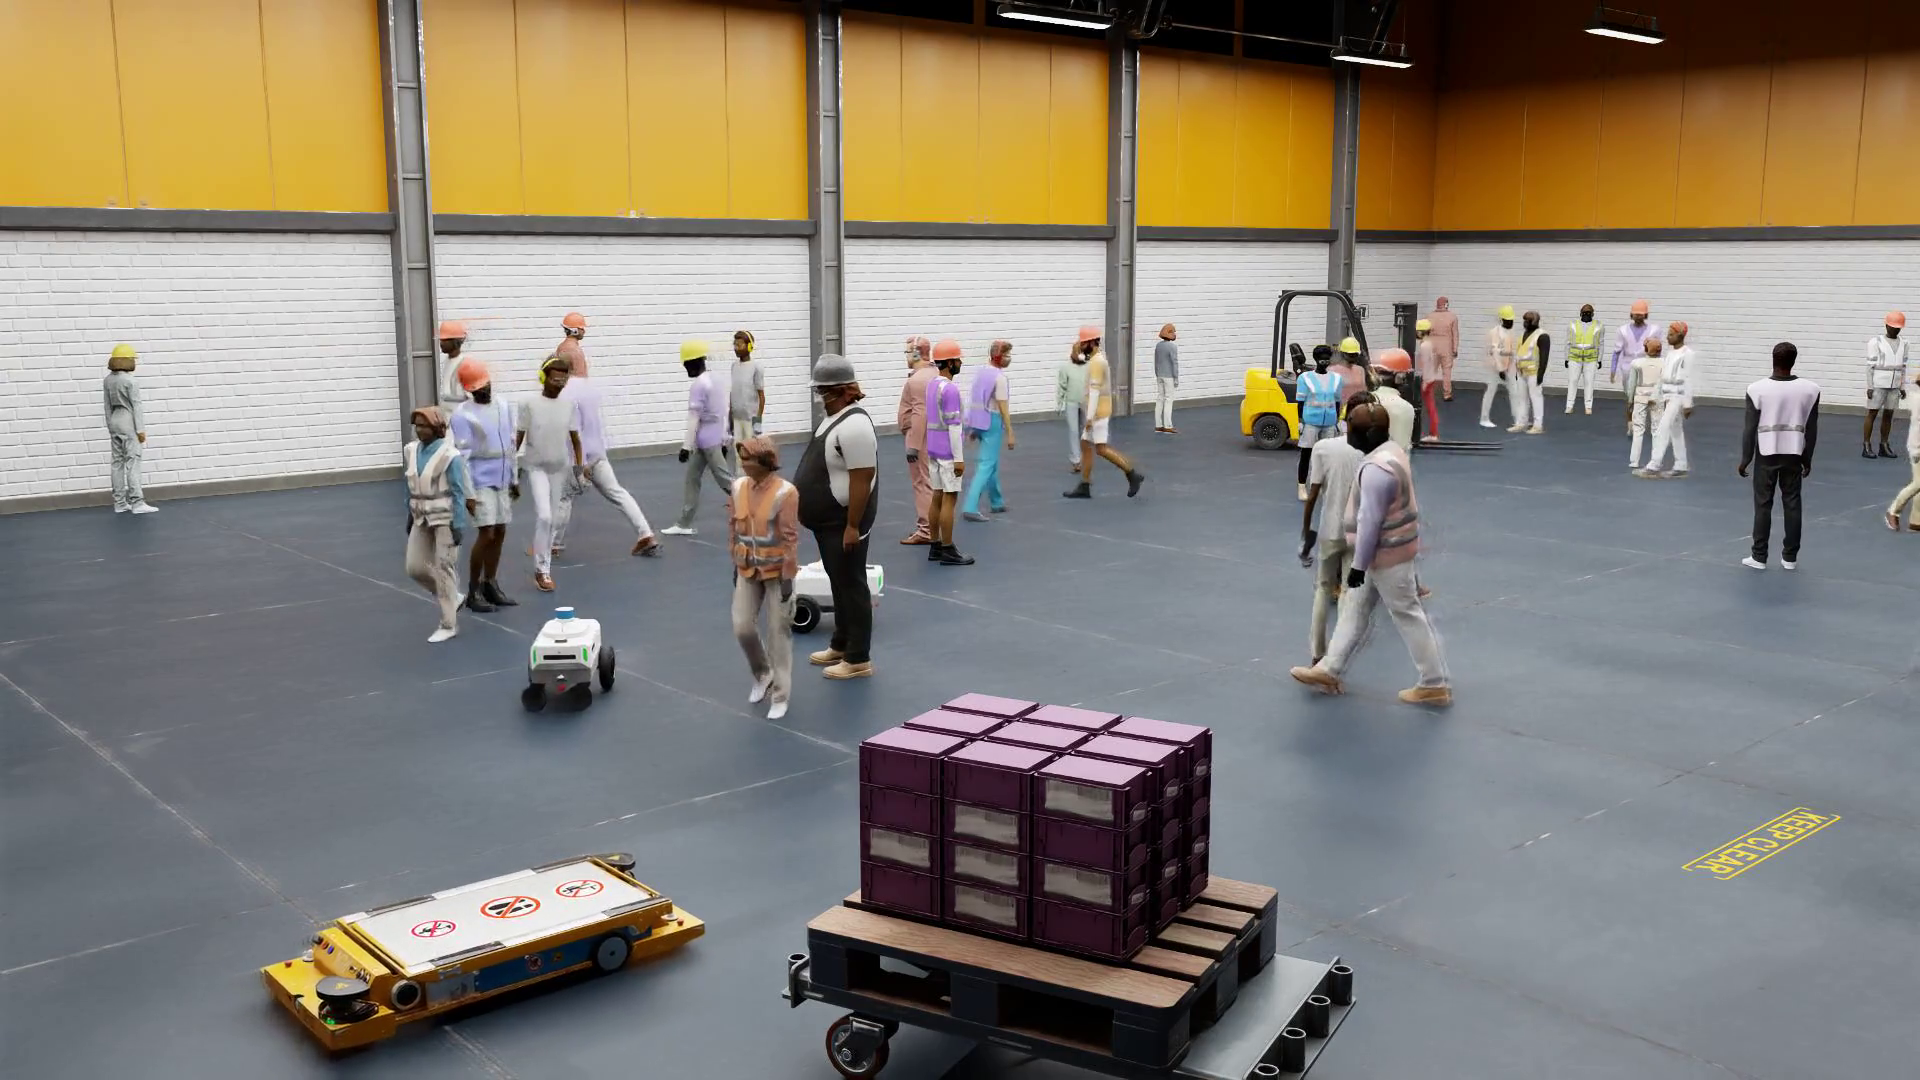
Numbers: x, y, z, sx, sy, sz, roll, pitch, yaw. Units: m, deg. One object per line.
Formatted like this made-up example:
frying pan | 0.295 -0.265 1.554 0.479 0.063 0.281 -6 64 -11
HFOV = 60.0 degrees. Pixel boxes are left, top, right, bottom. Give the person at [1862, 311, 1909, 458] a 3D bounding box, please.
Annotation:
person | 12.096 -2.020 21.691 0.550 1.931 0.383 -1 10 -4

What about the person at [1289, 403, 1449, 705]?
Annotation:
person | 2.459 0.085 9.805 0.948 1.785 0.646 2 10 14

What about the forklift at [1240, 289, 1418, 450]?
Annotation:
forklift | 5.034 -2.339 22.783 2.313 2.155 1.214 3 10 16

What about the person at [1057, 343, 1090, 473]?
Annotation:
person | 1.478 -1.610 20.238 0.526 1.589 0.816 -2 10 -10

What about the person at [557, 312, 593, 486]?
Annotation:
person | -4.439 -1.623 19.174 0.395 1.993 0.614 -7 12 -34

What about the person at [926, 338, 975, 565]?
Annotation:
person | -0.102 -0.754 14.241 0.347 1.943 0.545 -4 11 -23

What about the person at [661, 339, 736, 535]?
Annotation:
person | -2.310 -0.947 15.605 0.989 1.877 0.599 0 10 -1

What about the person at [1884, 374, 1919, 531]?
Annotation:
person | 9.171 -0.870 15.898 0.559 1.610 0.451 -9 13 -42

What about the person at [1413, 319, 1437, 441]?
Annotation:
person | 6.463 -2.253 23.574 0.742 1.737 0.555 5 11 25

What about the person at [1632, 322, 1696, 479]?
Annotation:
person | 8.348 -1.646 19.716 0.709 1.864 0.590 1 10 4

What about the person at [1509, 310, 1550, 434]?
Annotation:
person | 8.474 -2.498 24.752 0.429 1.842 0.632 -3 10 -17

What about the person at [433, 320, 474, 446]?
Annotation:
person | -5.124 -1.249 17.030 1.047 1.997 0.617 -7 12 -35

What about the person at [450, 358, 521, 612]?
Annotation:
person | -3.532 -0.408 12.418 0.360 1.897 0.583 5 11 25

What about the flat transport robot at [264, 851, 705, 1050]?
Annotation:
flat transport robot | -1.725 1.466 6.130 1.431 0.197 0.652 -8 13 -40

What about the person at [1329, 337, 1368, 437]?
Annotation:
person | 4.305 -1.377 18.478 0.518 1.740 0.538 -7 12 -36

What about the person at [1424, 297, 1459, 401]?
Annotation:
person | 8.759 -3.471 30.279 0.639 1.902 0.406 5 11 29

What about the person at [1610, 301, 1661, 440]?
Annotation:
person | 9.733 -2.446 24.003 0.640 1.983 1.055 5 11 28

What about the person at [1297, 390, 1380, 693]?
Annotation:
person | 2.380 -0.016 10.280 0.553 1.819 0.869 3 10 16

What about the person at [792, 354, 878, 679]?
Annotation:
person | -0.788 -0.156 10.451 0.536 2.000 0.688 -3 10 -15

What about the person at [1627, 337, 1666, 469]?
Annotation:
person | 8.544 -1.694 20.615 0.520 1.645 0.307 3 10 18

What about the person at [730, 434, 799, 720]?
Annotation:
person | -1.126 0.208 9.545 0.505 1.630 0.372 4 11 24

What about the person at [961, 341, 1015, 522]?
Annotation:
person | 0.285 -1.095 16.715 0.836 1.799 0.662 -6 11 -30

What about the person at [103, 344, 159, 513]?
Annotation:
person | -8.562 -1.143 17.108 0.488 1.741 0.316 5 11 25

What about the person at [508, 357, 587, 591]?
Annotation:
person | -3.237 -0.521 13.158 0.553 1.841 0.667 -8 12 -38

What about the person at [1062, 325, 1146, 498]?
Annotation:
person | 1.576 -1.374 18.017 0.839 1.902 0.607 1 10 5

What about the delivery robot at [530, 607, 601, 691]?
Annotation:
delivery robot | -2.332 0.641 9.854 0.477 0.478 0.707 -1 10 -7

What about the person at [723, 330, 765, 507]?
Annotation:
person | -2.254 -1.248 17.376 0.512 1.862 0.328 8 12 39

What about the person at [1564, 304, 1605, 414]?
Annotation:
person | 10.417 -3.015 27.786 0.621 1.840 0.429 4 10 22

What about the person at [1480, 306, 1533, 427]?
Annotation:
person | 8.361 -2.630 25.438 0.596 1.871 0.905 -6 11 -32

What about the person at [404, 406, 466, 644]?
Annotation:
person | -3.578 -0.116 11.406 0.545 1.624 0.411 5 11 27

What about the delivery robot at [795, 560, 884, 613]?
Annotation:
delivery robot | -0.896 0.305 11.825 0.707 0.478 0.477 -1 10 -4

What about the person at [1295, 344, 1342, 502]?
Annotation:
person | 3.864 -1.258 17.917 0.532 1.694 0.319 -2 10 -12

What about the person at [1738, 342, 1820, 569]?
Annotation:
person | 6.894 -0.704 14.018 0.588 1.920 0.398 2 10 9

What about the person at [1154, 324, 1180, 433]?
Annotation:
person | 3.092 -2.408 24.825 0.273 1.632 0.507 -5 11 -29

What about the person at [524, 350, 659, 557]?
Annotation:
person | -3.208 -0.740 14.498 1.179 1.851 0.653 2 10 10

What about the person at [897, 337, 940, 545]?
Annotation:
person | -0.372 -0.909 15.259 0.404 1.904 0.651 2 10 14

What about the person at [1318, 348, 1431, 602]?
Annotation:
person | 3.163 -0.483 12.634 0.971 1.959 0.621 -5 11 -28
